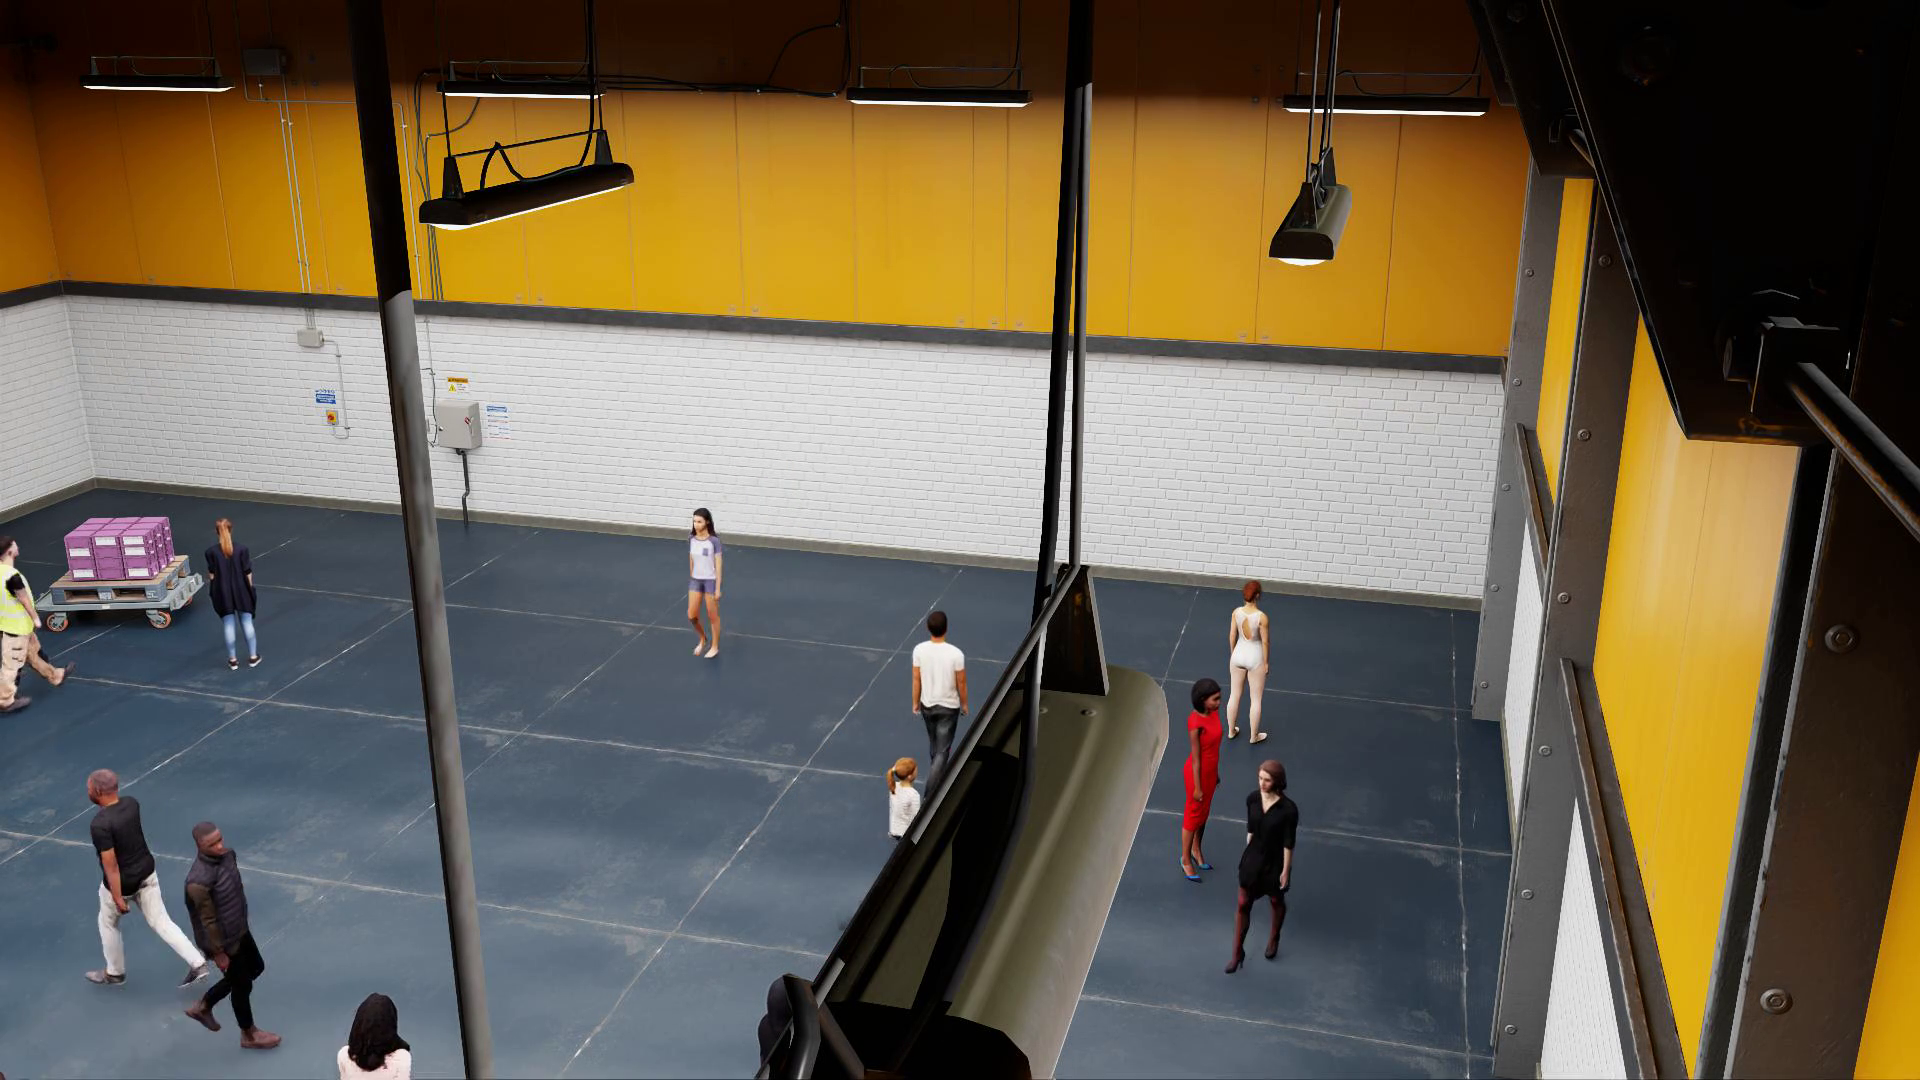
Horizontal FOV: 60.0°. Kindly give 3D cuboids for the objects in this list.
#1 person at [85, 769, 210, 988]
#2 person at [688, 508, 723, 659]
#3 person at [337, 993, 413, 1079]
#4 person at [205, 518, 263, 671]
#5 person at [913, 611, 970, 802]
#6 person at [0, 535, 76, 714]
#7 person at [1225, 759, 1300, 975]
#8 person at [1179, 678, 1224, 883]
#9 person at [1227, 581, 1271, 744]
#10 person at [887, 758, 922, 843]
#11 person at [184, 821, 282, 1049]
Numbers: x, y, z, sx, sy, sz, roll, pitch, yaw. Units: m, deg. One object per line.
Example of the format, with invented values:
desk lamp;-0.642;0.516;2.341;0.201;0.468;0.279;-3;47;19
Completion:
person;-5.924;2.500;12.036;0.783;1.768;1.175;4;19;11
person;-2.723;0.453;18.189;0.602;1.720;0.590;7;20;19
person;-3.291;3.411;9.361;0.707;1.748;0.870;2;19;6
person;-7.825;0.569;17.902;0.722;1.684;0.747;-6;20;-18
person;-0.207;1.530;14.911;0.682;1.771;1.119;6;19;17
person;-9.616;0.883;16.801;0.945;1.791;1.241;11;22;30
person;2.358;2.398;12.469;0.790;1.684;0.961;13;22;33
person;1.980;1.953;13.692;0.680;1.747;0.528;11;22;30
person;2.802;1.174;16.168;0.607;1.644;0.567;12;22;32
person;-0.497;2.354;13.196;0.792;1.302;0.693;-15;24;-38
person;-5.081;2.714;11.324;0.919;1.815;0.915;-2;19;-5
